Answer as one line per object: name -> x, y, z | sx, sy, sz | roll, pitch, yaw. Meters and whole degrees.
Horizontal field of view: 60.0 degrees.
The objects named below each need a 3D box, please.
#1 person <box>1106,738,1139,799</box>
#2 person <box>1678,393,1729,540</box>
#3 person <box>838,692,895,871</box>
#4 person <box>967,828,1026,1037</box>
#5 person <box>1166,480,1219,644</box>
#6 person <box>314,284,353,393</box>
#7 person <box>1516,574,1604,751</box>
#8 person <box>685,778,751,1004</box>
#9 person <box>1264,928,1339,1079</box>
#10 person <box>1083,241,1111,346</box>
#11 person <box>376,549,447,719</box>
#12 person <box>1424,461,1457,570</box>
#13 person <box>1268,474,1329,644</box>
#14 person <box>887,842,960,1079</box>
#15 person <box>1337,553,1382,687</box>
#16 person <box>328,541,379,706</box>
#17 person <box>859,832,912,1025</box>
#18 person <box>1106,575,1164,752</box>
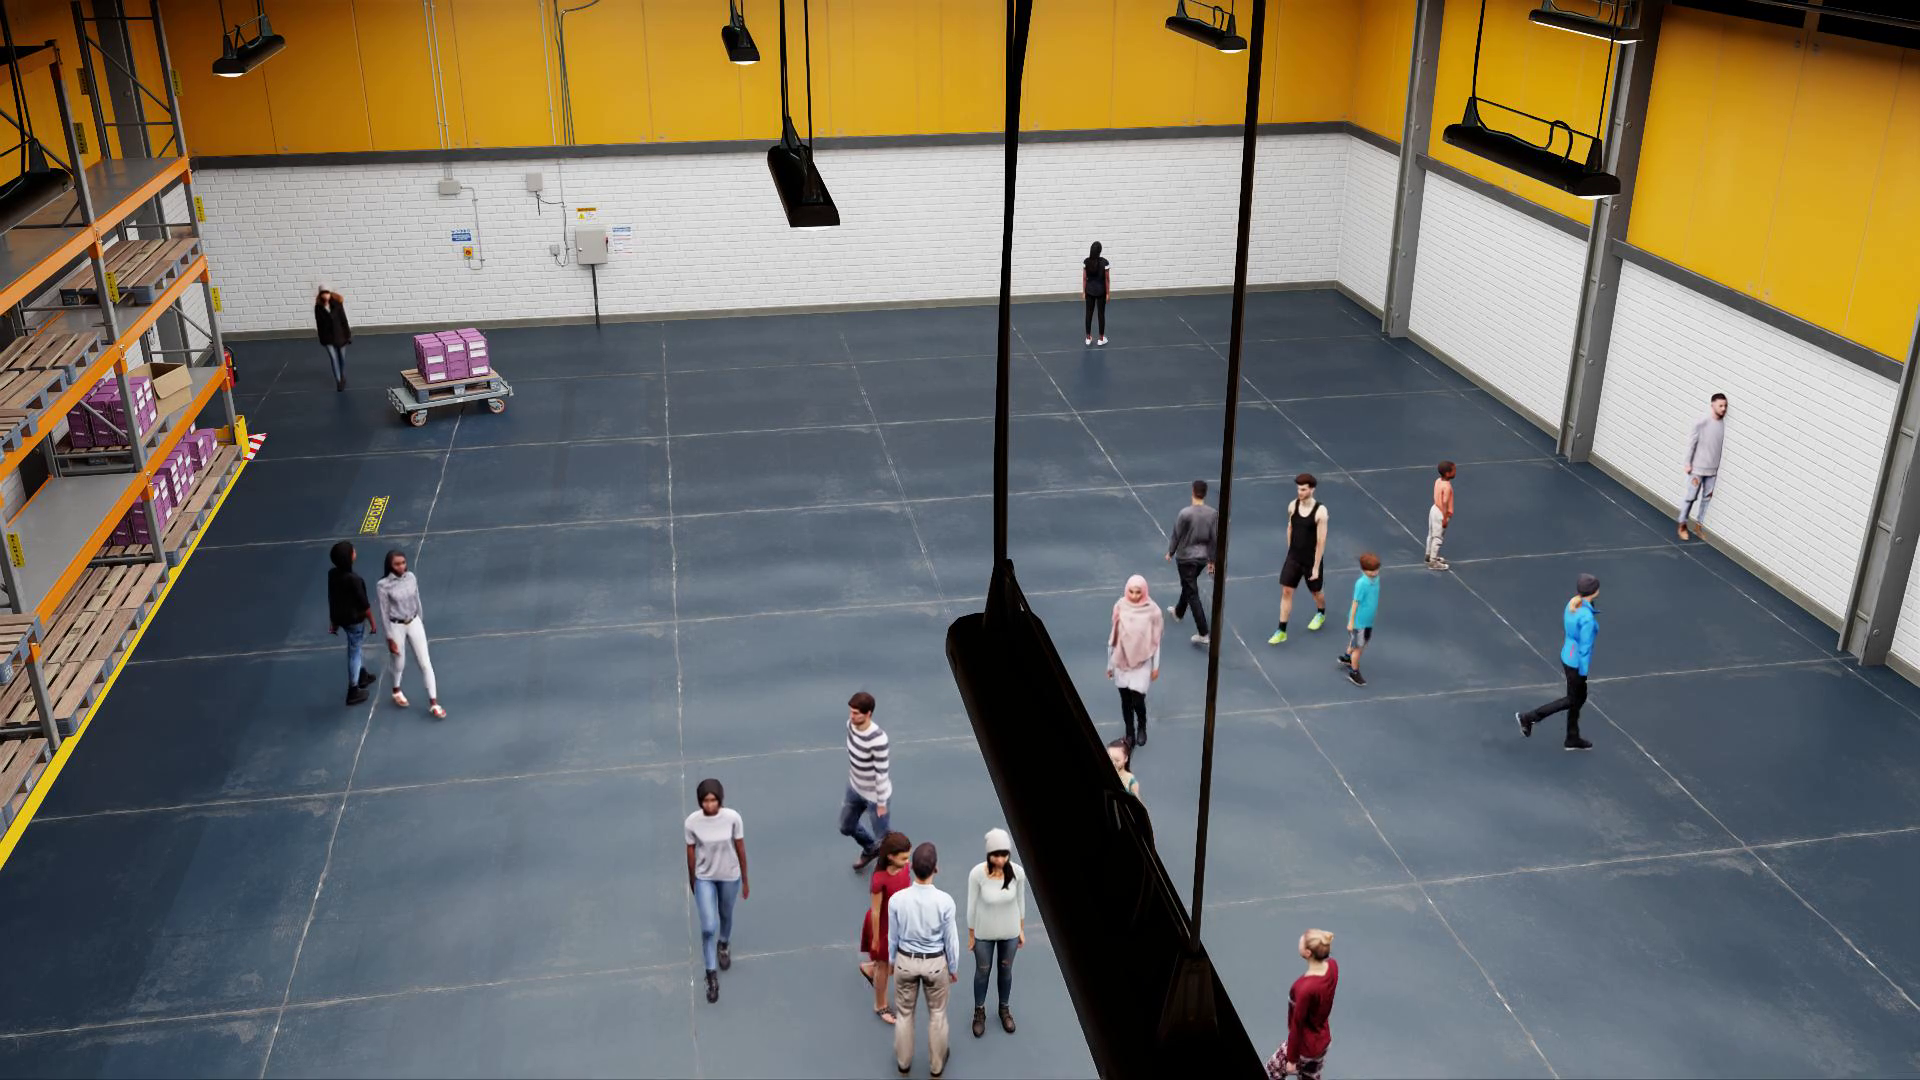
person -> 1.215, 2.270, 12.982 | 0.725, 1.678, 0.802 | 9, 25, 19
person -> 8.997, -0.909, 20.058 | 0.710, 1.837, 0.622 | -1, 24, -1
person -> -0.695, 1.998, 13.419 | 0.881, 1.827, 0.786 | -17, 29, -34
person -> 0.254, 2.776, 11.860 | 0.559, 1.651, 0.480 | -4, 24, -9
person -> 2.490, 0.262, 17.527 | 0.809, 1.718, 1.228 | -10, 26, -22
person -> -9.556, -3.122, 25.418 | 0.802, 1.599, 1.107 | -10, 26, -22
person -> 5.609, 1.154, 15.412 | 0.870, 1.778, 1.005 | 3, 24, 6
person -> -1.814, 2.494, 12.447 | 0.616, 1.698, 0.941 | -6, 24, -13
person -> 2.301, 3.251, 10.722 | 0.803, 1.692, 0.760 | 20, 31, 38
person -> 2.245, -4.085, 27.458 | 0.707, 1.729, 0.727 | 7, 25, 16
person -> -5.443, 0.882, 16.134 | 0.923, 1.698, 1.077 | -21, 31, -39
person -> 5.574, -0.306, 19.336 | 0.556, 1.310, 0.453 | 0, 24, 0
person -> 3.708, 0.171, 17.570 | 1.191, 1.851, 1.205 | 19, 30, 36
person -> -0.262, 2.890, 11.356 | 0.705, 1.845, 0.686 | 2, 24, 4
person -> 4.031, 0.761, 16.749 | 0.845, 1.426, 0.778 | 20, 31, 38
person -> -6.007, 0.844, 16.235 | 0.786, 1.687, 0.869 | 10, 25, 21
person -> -0.548, 2.748, 12.067 | 0.897, 1.536, 0.830 | 20, 31, 38
person -> 1.630, 1.122, 15.466 | 0.769, 1.794, 0.815 | 10, 25, 21
